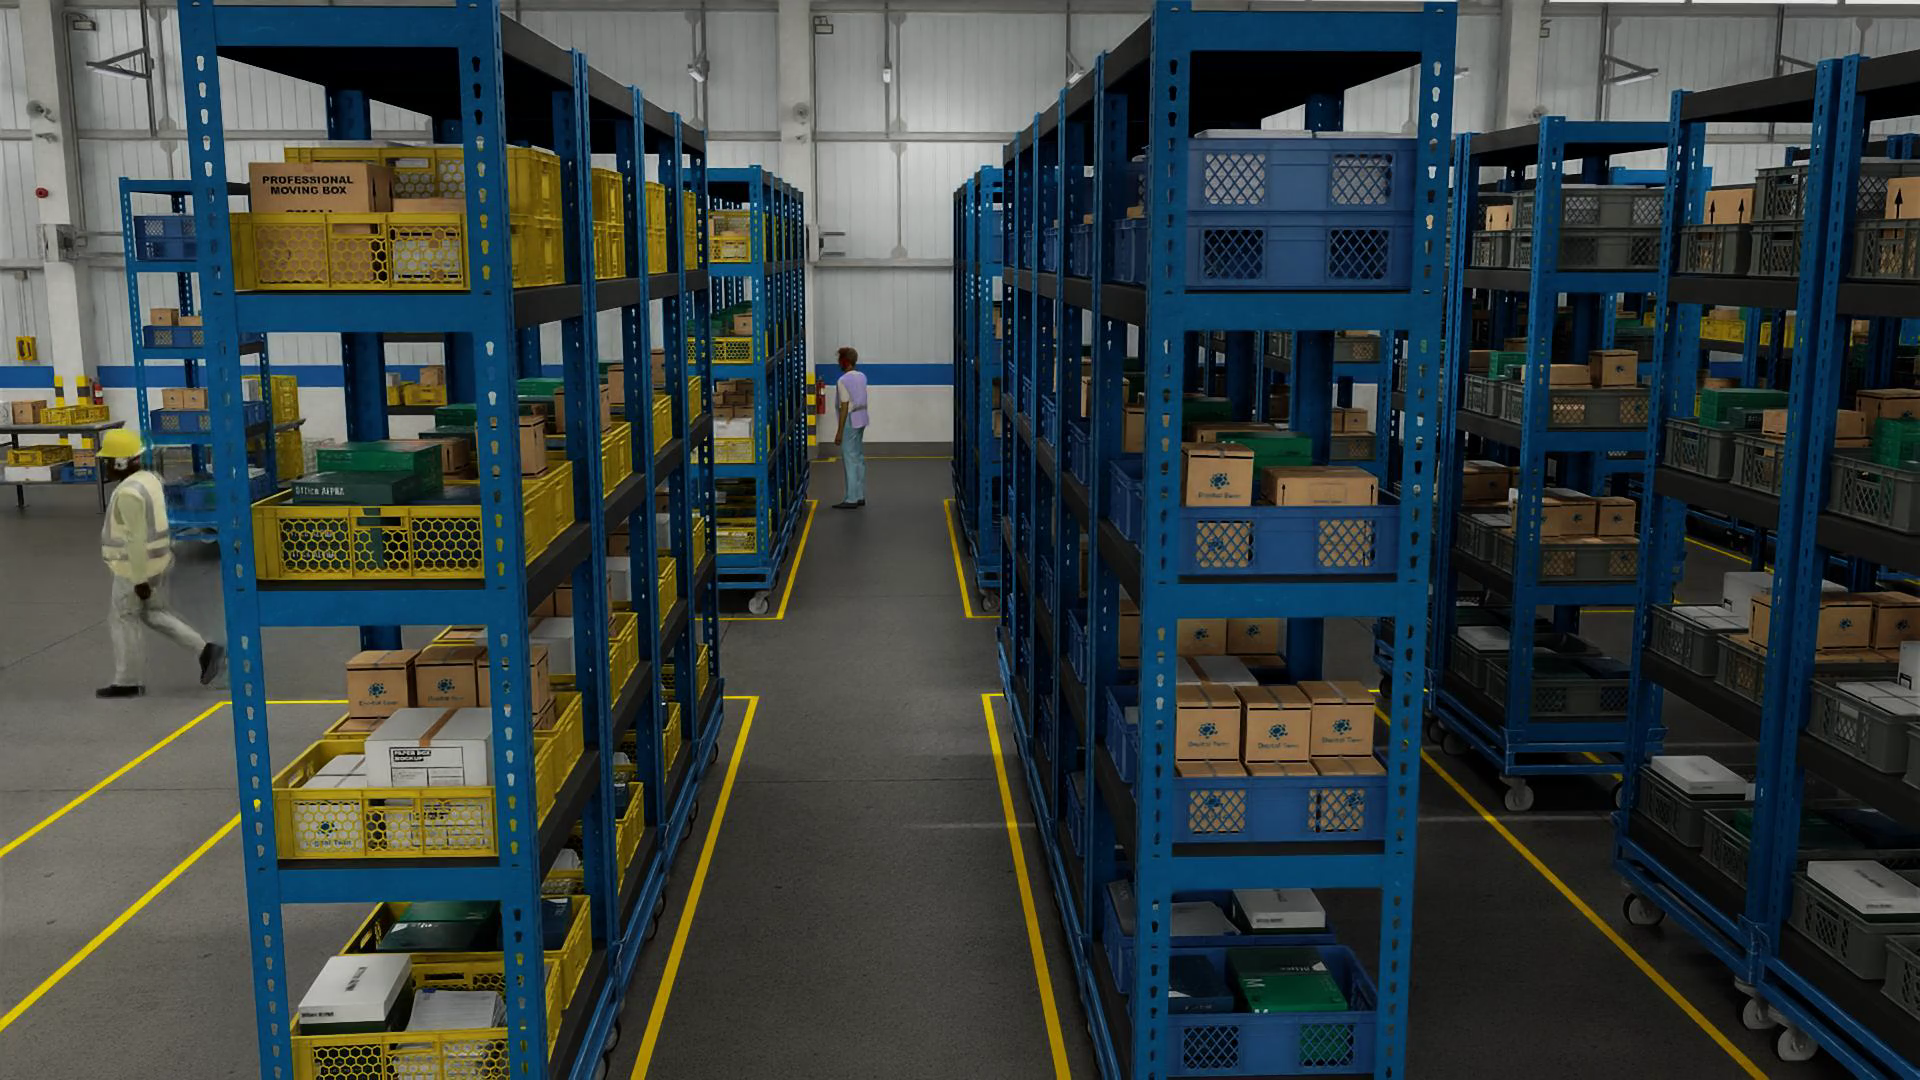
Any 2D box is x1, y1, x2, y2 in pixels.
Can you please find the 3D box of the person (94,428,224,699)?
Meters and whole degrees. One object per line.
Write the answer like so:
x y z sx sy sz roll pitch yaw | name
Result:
-5.351 0.152 10.979 0.719 1.808 0.595 -2 10 -9 | person

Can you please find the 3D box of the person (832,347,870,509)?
-1.240 -1.276 18.999 0.390 1.846 0.565 4 11 21 | person
